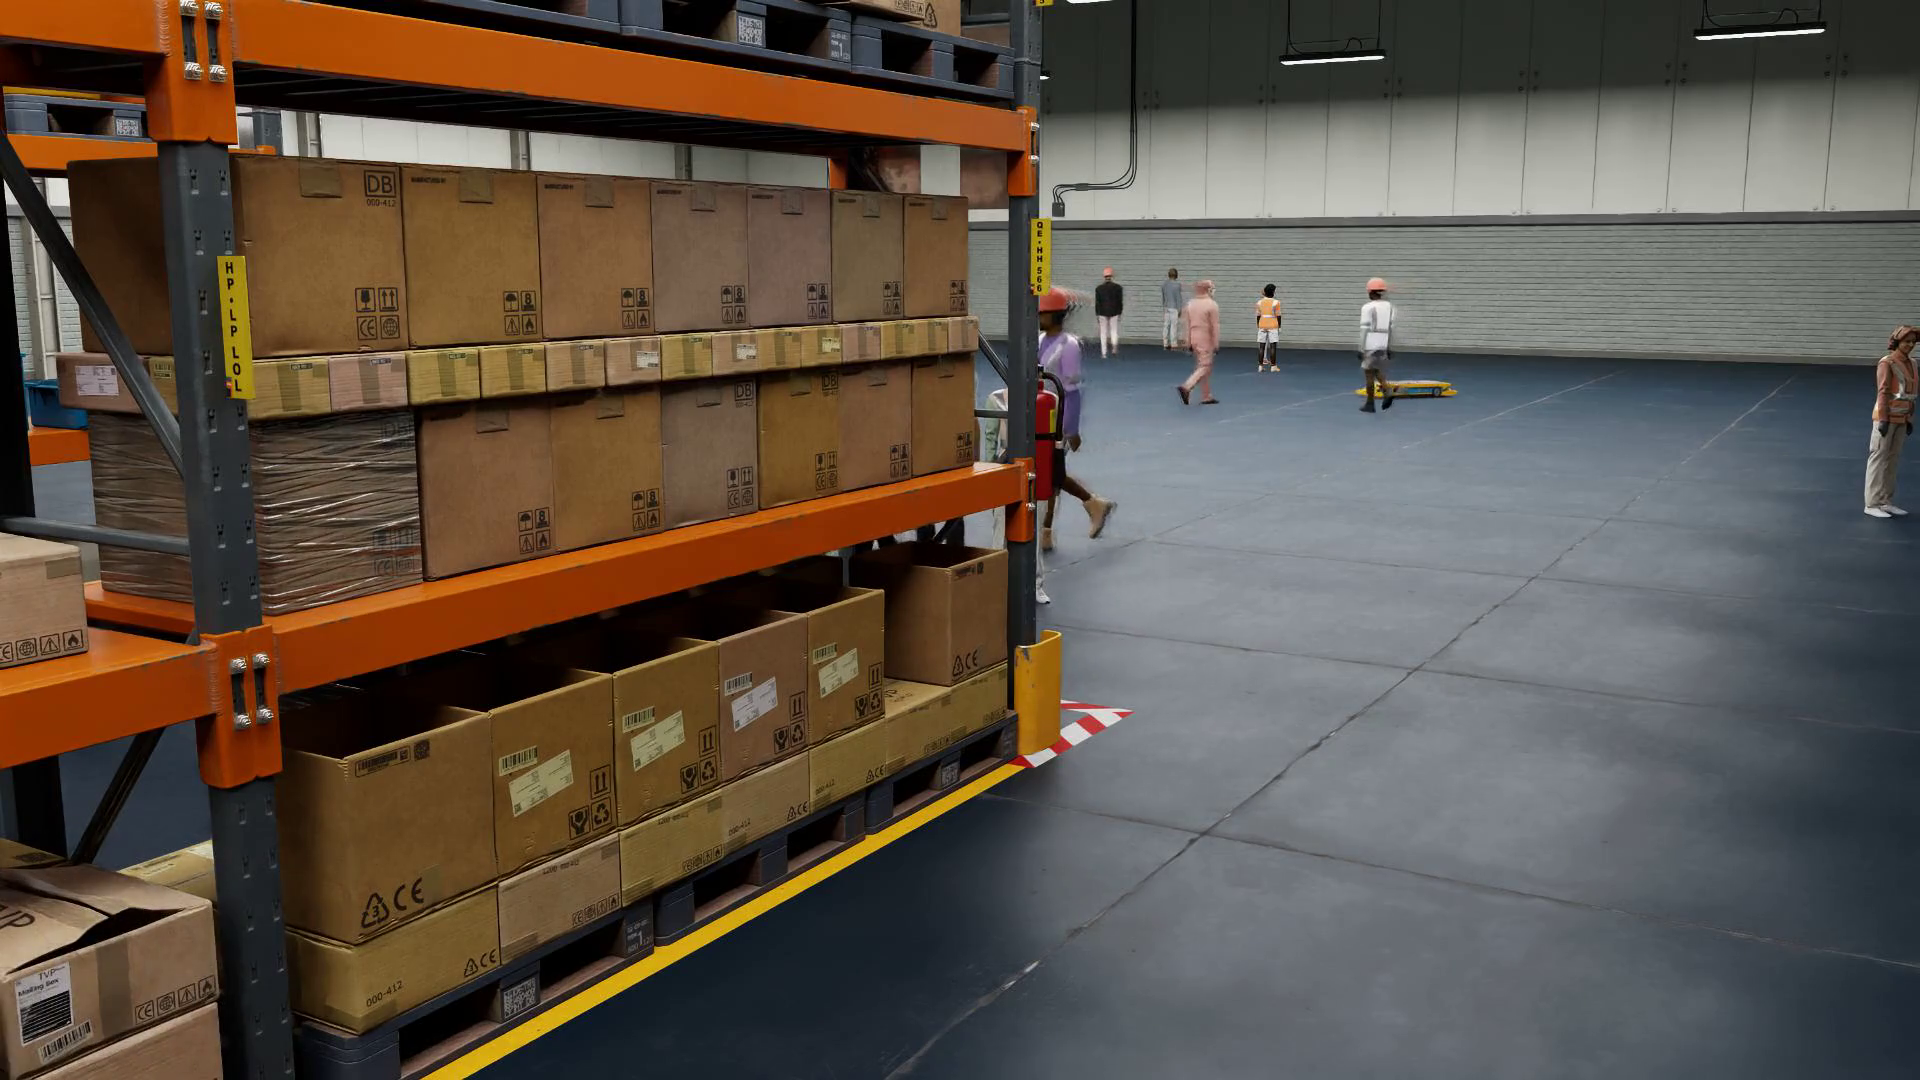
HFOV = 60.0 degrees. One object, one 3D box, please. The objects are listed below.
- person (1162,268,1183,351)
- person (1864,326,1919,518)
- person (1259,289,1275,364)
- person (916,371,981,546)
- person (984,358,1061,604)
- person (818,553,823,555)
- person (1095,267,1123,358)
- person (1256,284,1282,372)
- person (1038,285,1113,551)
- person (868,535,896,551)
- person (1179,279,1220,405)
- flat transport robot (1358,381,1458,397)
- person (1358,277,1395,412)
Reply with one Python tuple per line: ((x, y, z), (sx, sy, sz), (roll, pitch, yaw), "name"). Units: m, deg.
((5.022, -5.447, 39.328), (0.370, 1.940, 0.631), (-7, 12, -34), "person")
((7.990, -1.011, 14.239), (0.513, 1.637, 0.313), (-7, 12, -34), "person")
((6.381, -4.480, 34.555), (0.270, 1.632, 0.504), (0, 10, -2), "person")
((-0.133, -0.567, 11.109), (0.563, 1.820, 0.634), (-1, 10, -5), "person")
((0.398, -0.399, 10.642), (0.512, 1.642, 0.312), (-2, 10, -14), "person")
((-0.884, -0.065, 8.417), (0.523, 1.732, 0.843), (7, 12, 34), "person")
((3.257, -4.966, 36.394), (0.632, 1.976, 0.528), (-1, 10, -5), "person")
((5.942, -4.070, 31.977), (0.533, 1.697, 0.318), (7, 12, 34), "person")
((0.789, -0.914, 12.563), (0.757, 2.021, 0.619), (-3, 10, -14), "person")
((-0.638, -0.381, 10.434), (0.790, 1.660, 0.556), (-7, 12, -37), "person")
((3.595, -2.950, 24.883), (0.798, 1.887, 0.655), (-5, 11, -28), "person")
((7.116, -2.407, 26.404), (1.431, 0.197, 0.652), (-3, 10, -20), "flat transport robot")
((5.919, -2.759, 23.630), (0.563, 1.924, 0.493), (-5, 11, -28), "person")
